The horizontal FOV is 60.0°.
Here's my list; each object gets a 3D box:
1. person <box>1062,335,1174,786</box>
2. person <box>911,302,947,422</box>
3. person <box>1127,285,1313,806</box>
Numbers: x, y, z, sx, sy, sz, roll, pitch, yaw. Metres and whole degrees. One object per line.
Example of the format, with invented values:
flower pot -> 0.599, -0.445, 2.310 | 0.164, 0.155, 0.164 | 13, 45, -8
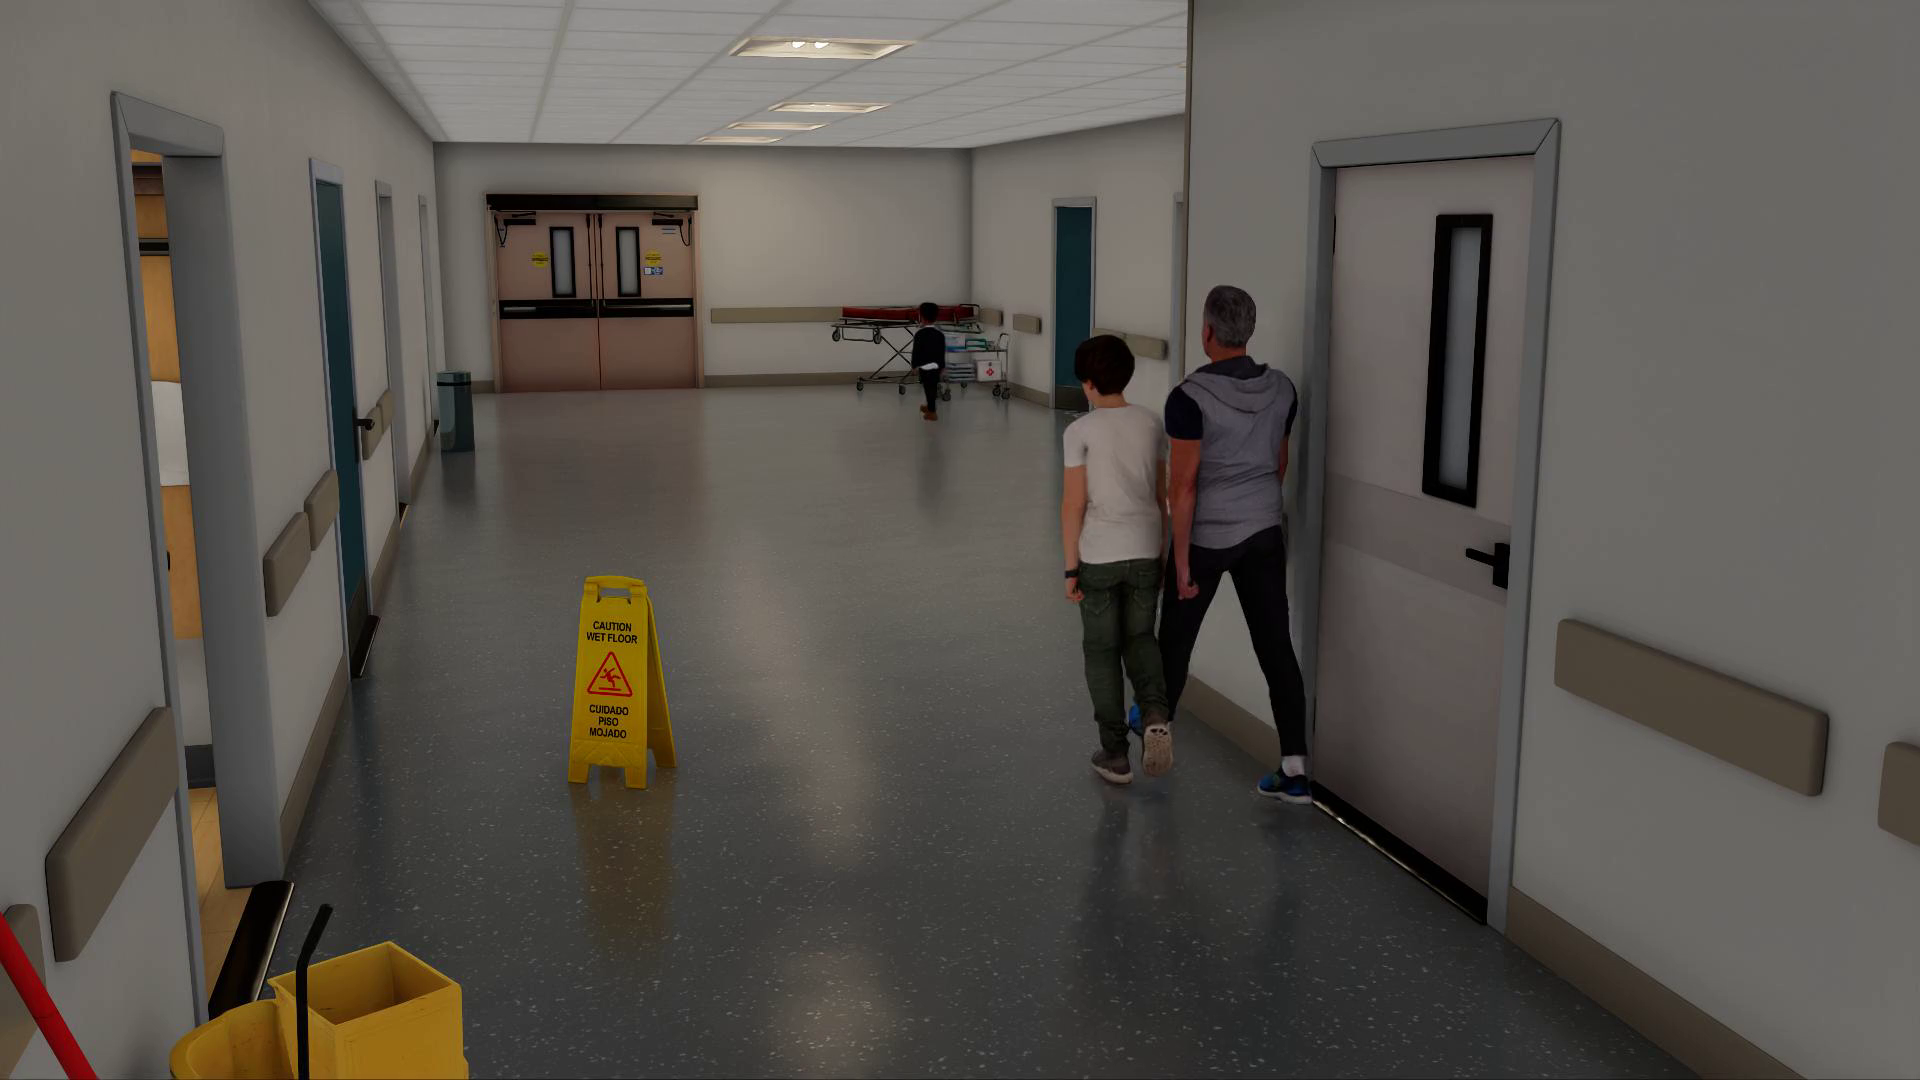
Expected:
person -> 0.592, 0.106, 5.913 | 0.571, 1.639, 0.811 | -3, 11, -14
person -> -0.291, -1.828, 17.155 | 0.608, 1.208, 0.760 | -6, 12, -27
person -> 1.004, 0.061, 5.790 | 0.774, 1.773, 1.264 | -4, 11, -21
